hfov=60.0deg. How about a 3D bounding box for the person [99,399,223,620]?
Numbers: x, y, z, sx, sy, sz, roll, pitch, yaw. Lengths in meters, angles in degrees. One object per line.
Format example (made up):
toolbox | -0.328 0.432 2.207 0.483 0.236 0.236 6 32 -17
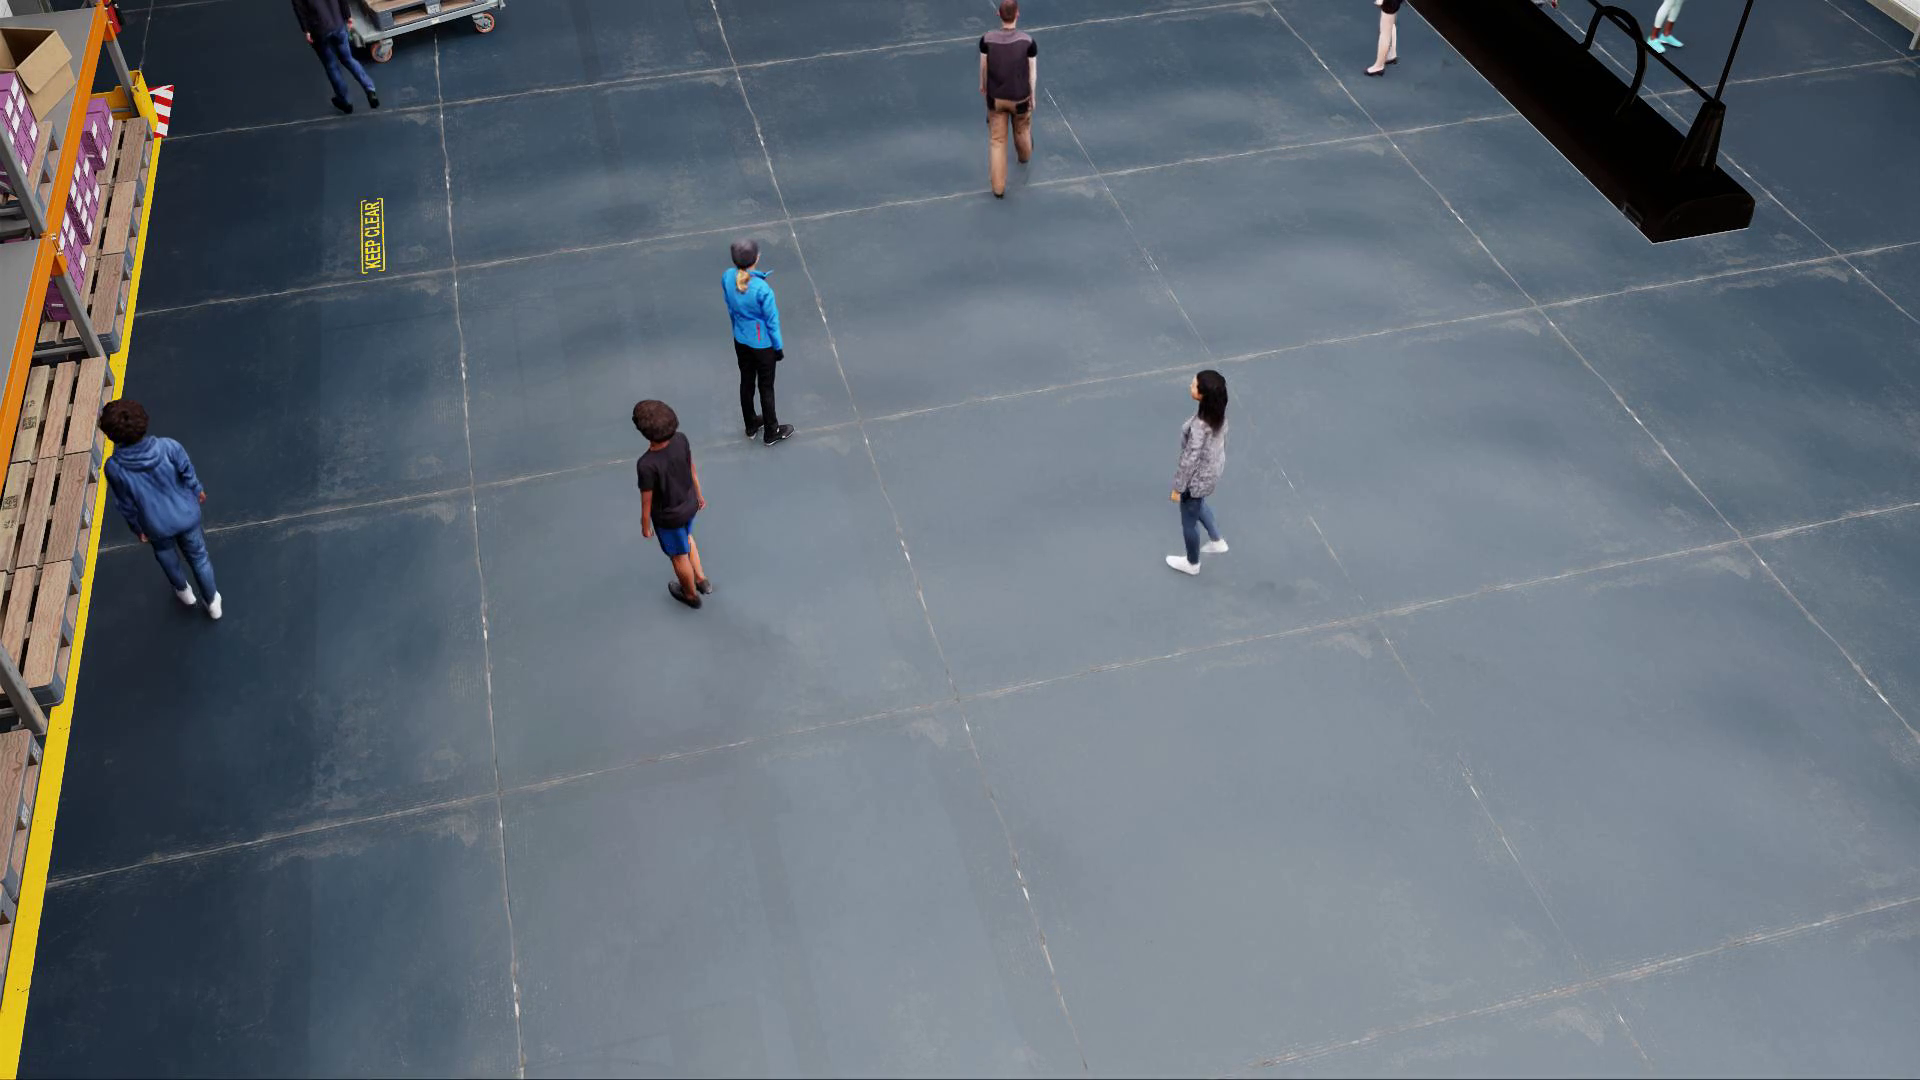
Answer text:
person | -5.236 -0.141 11.015 0.737 1.795 0.739 -19 47 -18

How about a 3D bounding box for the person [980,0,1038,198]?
person | 0.415 -3.950 15.012 1.006 1.796 1.231 7 44 8

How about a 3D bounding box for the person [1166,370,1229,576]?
person | 1.717 -0.415 11.358 0.833 1.719 0.773 21 47 21

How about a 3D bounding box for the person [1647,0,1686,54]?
person | 7.445 -5.869 17.080 0.647 1.723 0.661 -30 51 -28

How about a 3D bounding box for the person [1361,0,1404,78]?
person | 4.404 -5.441 16.557 0.767 1.823 0.693 23 48 22

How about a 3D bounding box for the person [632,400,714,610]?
person | -1.844 -0.184 11.066 0.807 1.788 0.760 26 50 25

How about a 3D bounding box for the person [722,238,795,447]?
person | -1.532 -1.475 12.414 0.674 1.797 0.750 25 49 24

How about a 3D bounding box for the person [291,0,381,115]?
person | -6.035 -4.890 15.954 1.094 1.859 0.978 34 53 30
